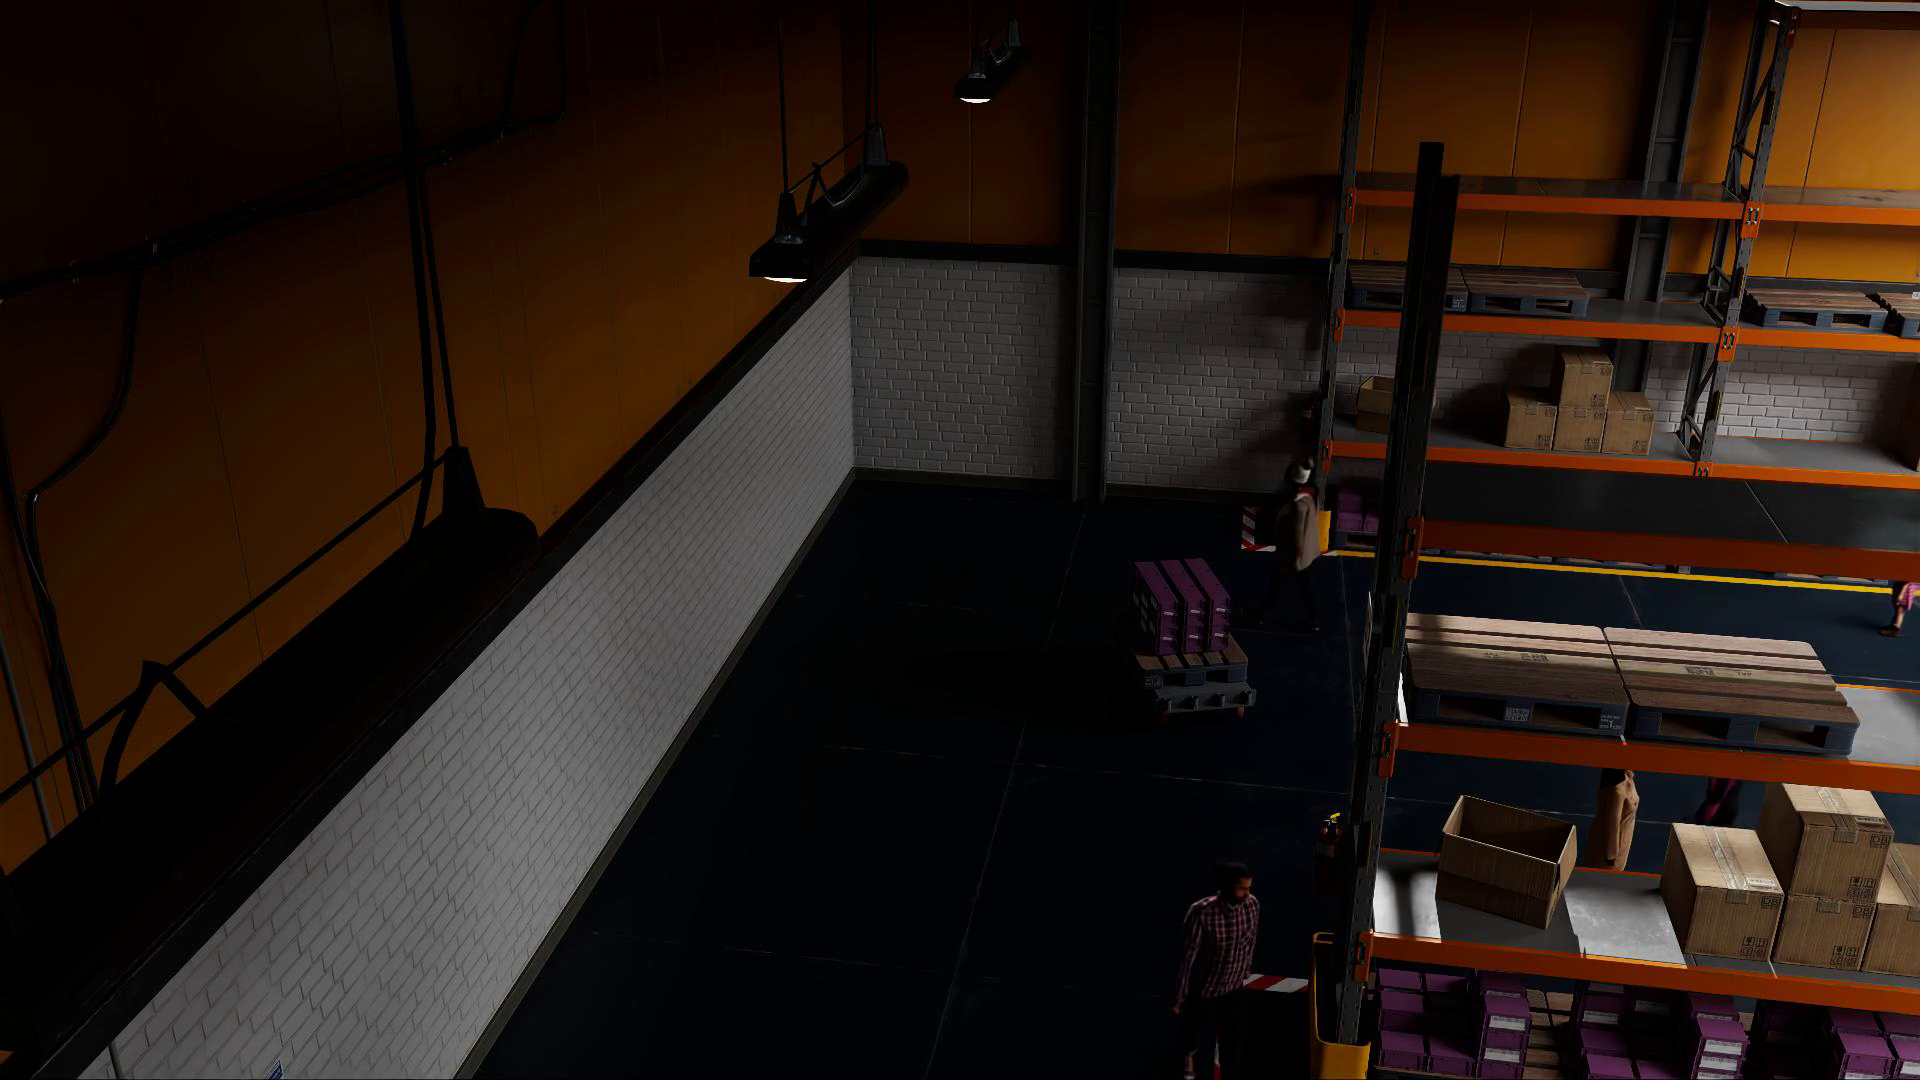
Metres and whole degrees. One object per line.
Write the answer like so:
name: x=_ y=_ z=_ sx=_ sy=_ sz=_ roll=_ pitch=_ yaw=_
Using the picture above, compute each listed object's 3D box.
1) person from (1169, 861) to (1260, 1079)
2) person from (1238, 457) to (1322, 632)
person: x=1.618 y=2.773 z=10.703 sx=1.132 sy=1.728 sz=1.111 roll=-4 pitch=24 yaw=-9
person: x=3.484 y=0.074 z=16.709 sx=1.157 sy=1.864 sz=0.940 roll=12 pitch=26 yaw=26
